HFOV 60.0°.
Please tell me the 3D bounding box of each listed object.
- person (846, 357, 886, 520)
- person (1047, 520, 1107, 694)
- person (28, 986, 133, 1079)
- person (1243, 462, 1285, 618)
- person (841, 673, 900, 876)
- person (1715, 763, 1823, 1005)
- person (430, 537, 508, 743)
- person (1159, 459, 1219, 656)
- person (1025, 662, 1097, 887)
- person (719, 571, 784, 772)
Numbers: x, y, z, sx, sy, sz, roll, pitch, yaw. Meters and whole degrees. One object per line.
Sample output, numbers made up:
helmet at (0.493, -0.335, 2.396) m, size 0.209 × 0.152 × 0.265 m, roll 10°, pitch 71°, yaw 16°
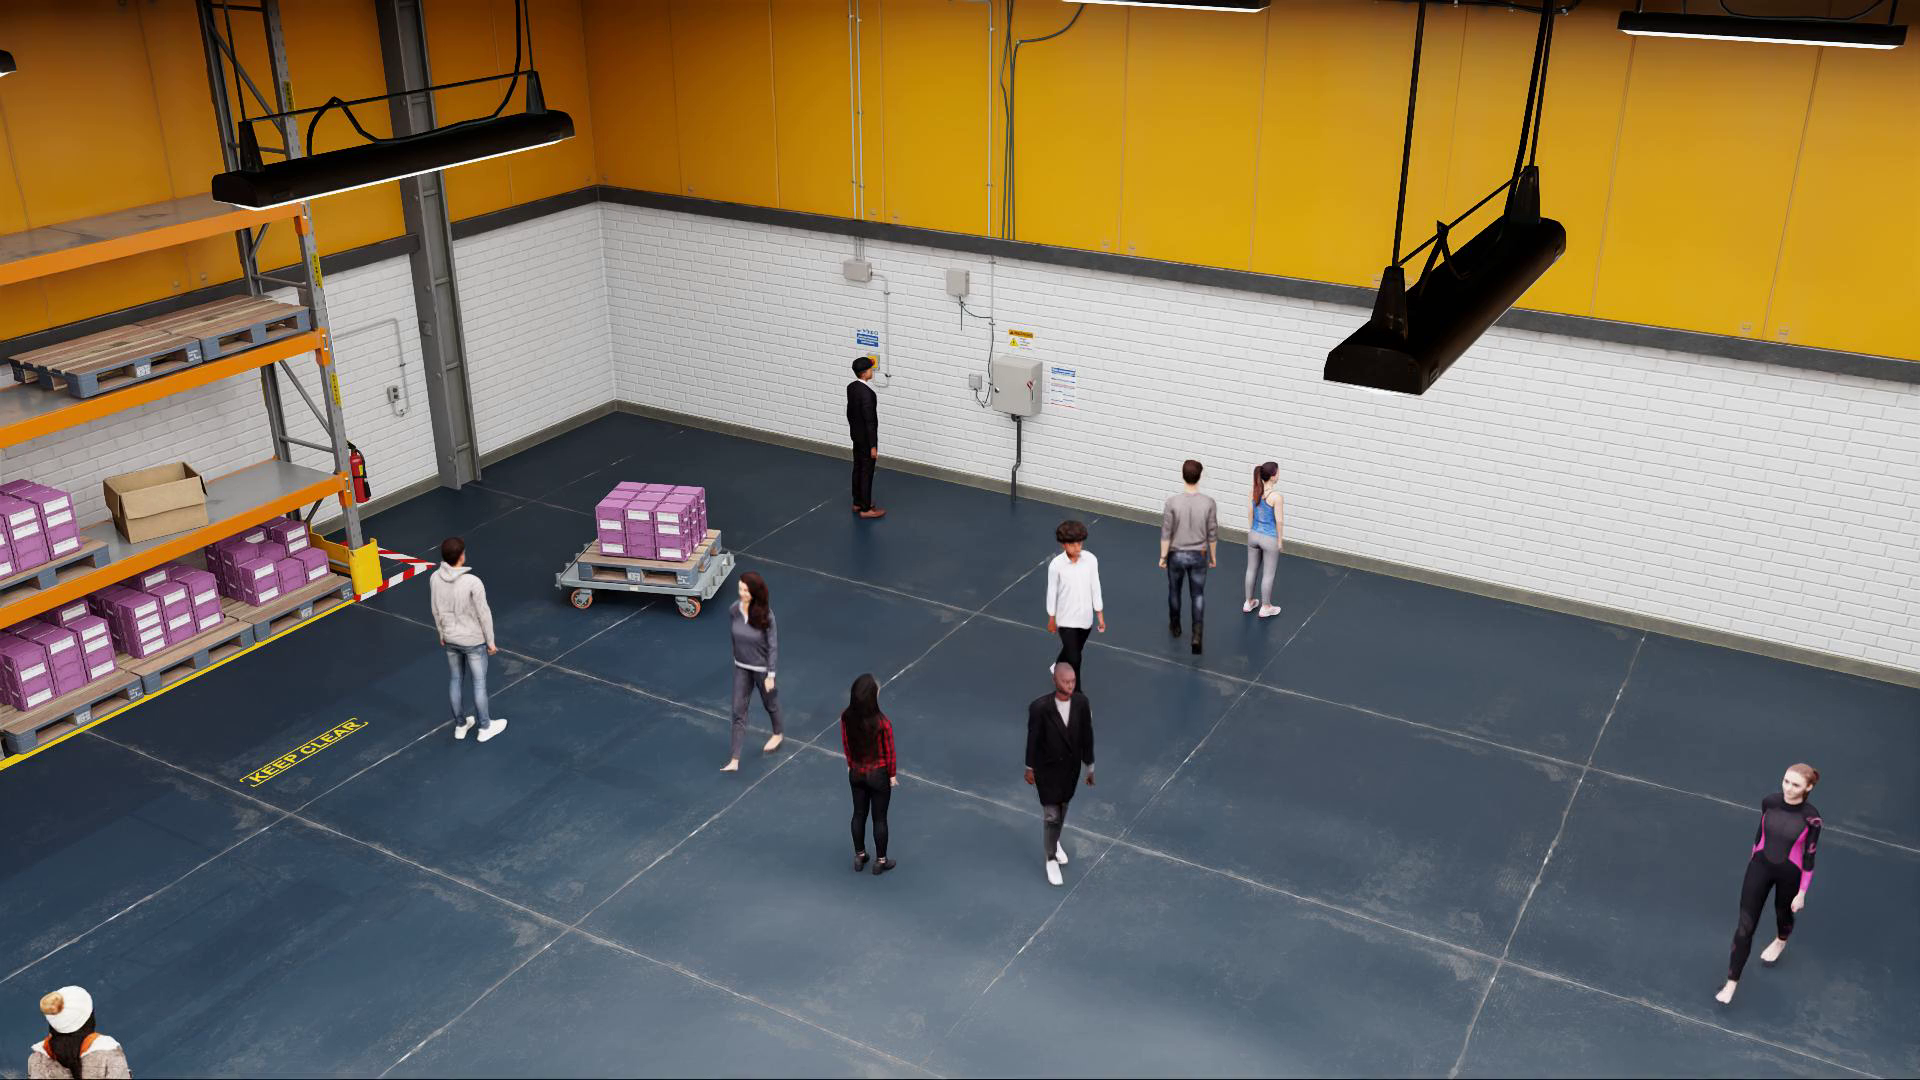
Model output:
person at (-1.103, -1.174, 18.875) m, size 0.764 × 1.884 × 0.775 m, roll -12°, pitch 26°, yaw -25°
person at (0.993, 0.637, 14.864) m, size 1.142 × 1.778 × 1.122 m, roll -10°, pitch 25°, yaw -21°
person at (-4.661, 3.226, 8.858) m, size 1.117 × 1.845 × 1.256 m, roll -2°, pitch 24°, yaw -6°
person at (3.028, -0.013, 16.562) m, size 0.620 × 1.609 × 0.621 m, roll -21°, pitch 31°, yaw -39°
person at (-0.680, 1.756, 12.454) m, size 0.599 × 1.657 × 0.527 m, roll 11°, pitch 26°, yaw 23°
person at (5.564, 2.263, 11.250) m, size 1.227 × 1.694 × 0.794 m, roll -21°, pitch 31°, yaw -39°
person at (-4.277, 0.846, 14.296) m, size 0.736 × 1.850 × 0.673 m, roll 6°, pitch 24°, yaw 12°
person at (2.174, 0.191, 15.761) m, size 1.023 × 1.877 × 1.249 m, roll 2°, pitch 24°, yaw 4°
person at (0.702, 1.667, 12.552) m, size 0.896 × 1.742 × 0.946 m, roll -9°, pitch 25°, yaw -20°
person at (-1.672, 1.057, 13.974) m, size 0.738 × 1.721 × 1.106 m, roll 9°, pitch 25°, yaw 20°
